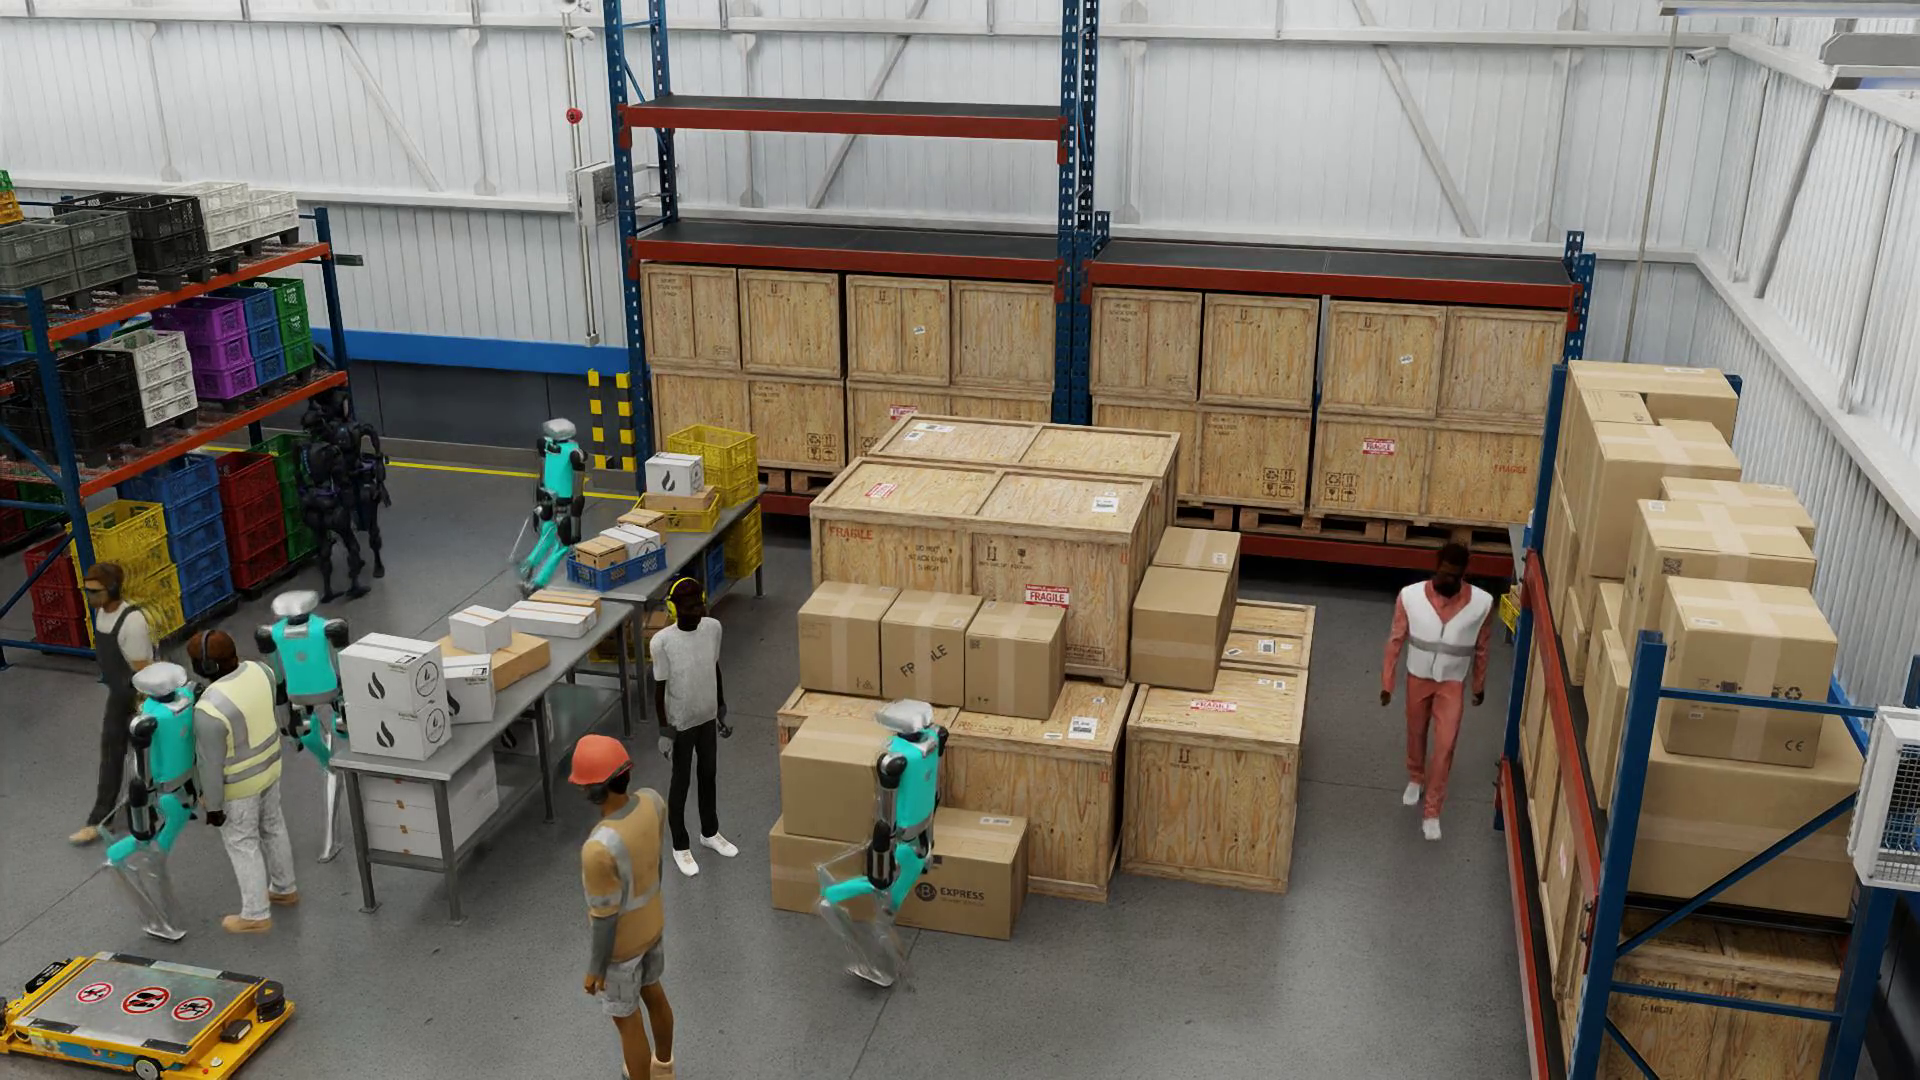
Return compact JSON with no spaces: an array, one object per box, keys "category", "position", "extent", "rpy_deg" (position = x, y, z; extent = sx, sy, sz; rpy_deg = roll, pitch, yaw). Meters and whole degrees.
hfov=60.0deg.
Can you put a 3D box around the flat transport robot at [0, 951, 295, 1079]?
[{"category":"flat transport robot","position":[-4.270,2.464,8.601],"extent":[1.431,0.231,0.659],"rpy_deg":[5,22,13]}]

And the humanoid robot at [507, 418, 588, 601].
[{"category":"humanoid robot","position":[-3.342,0.006,13.055],"extent":[0.558,1.835,0.886],"rpy_deg":[17,27,37]}]

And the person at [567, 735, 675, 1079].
[{"category":"person","position":[-1.587,1.832,7.787],"extent":[0.387,2.033,0.604],"rpy_deg":[6,22,16]}]

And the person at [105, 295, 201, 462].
[{"category":"person","position":[-8.511,-1.660,17.229],"extent":[1.008,1.812,0.502],"rpy_deg":[-3,21,-7]}]

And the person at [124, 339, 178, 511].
[{"category":"person","position":[-7.357,-0.954,15.142],"extent":[0.637,2.012,0.527],"rpy_deg":[9,23,22]}]

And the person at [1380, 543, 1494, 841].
[{"category":"person","position":[2.950,0.923,10.377],"extent":[0.628,1.872,0.922],"rpy_deg":[7,22,17]}]

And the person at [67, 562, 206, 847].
[{"category":"person","position":[-5.182,0.975,10.362],"extent":[0.523,1.795,0.938],"rpy_deg":[13,25,31]}]

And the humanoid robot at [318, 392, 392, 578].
[{"category":"humanoid robot","position":[-5.187,-0.468,14.295],"extent":[0.584,1.653,0.333],"rpy_deg":[-1,21,-1]}]

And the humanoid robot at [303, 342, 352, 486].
[{"category":"humanoid robot","position":[-5.967,-1.102,16.012],"extent":[0.635,1.638,0.590],"rpy_deg":[4,21,11]}]

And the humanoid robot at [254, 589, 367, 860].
[{"category":"humanoid robot","position":[-3.877,1.040,10.218],"extent":[0.547,1.756,0.717],"rpy_deg":[-2,21,-6]}]

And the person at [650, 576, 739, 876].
[{"category":"person","position":[-1.585,1.093,9.947],"extent":[0.329,1.870,0.509],"rpy_deg":[20,28,41]}]

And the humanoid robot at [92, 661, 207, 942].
[{"category":"humanoid robot","position":[-4.484,1.515,9.158],"extent":[0.797,1.859,0.531],"rpy_deg":[5,22,13]}]

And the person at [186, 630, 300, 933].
[{"category":"person","position":[-4.035,1.346,9.337],"extent":[0.430,1.834,0.632],"rpy_deg":[4,21,10]}]

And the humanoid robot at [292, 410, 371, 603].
[{"category":"humanoid robot","position":[-5.265,-0.282,13.809],"extent":[0.587,1.656,0.343],"rpy_deg":[7,22,17]}]

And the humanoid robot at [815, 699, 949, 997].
[{"category":"humanoid robot","position":[-0.425,1.642,8.719],"extent":[0.846,1.799,0.551],"rpy_deg":[12,24,29]}]
